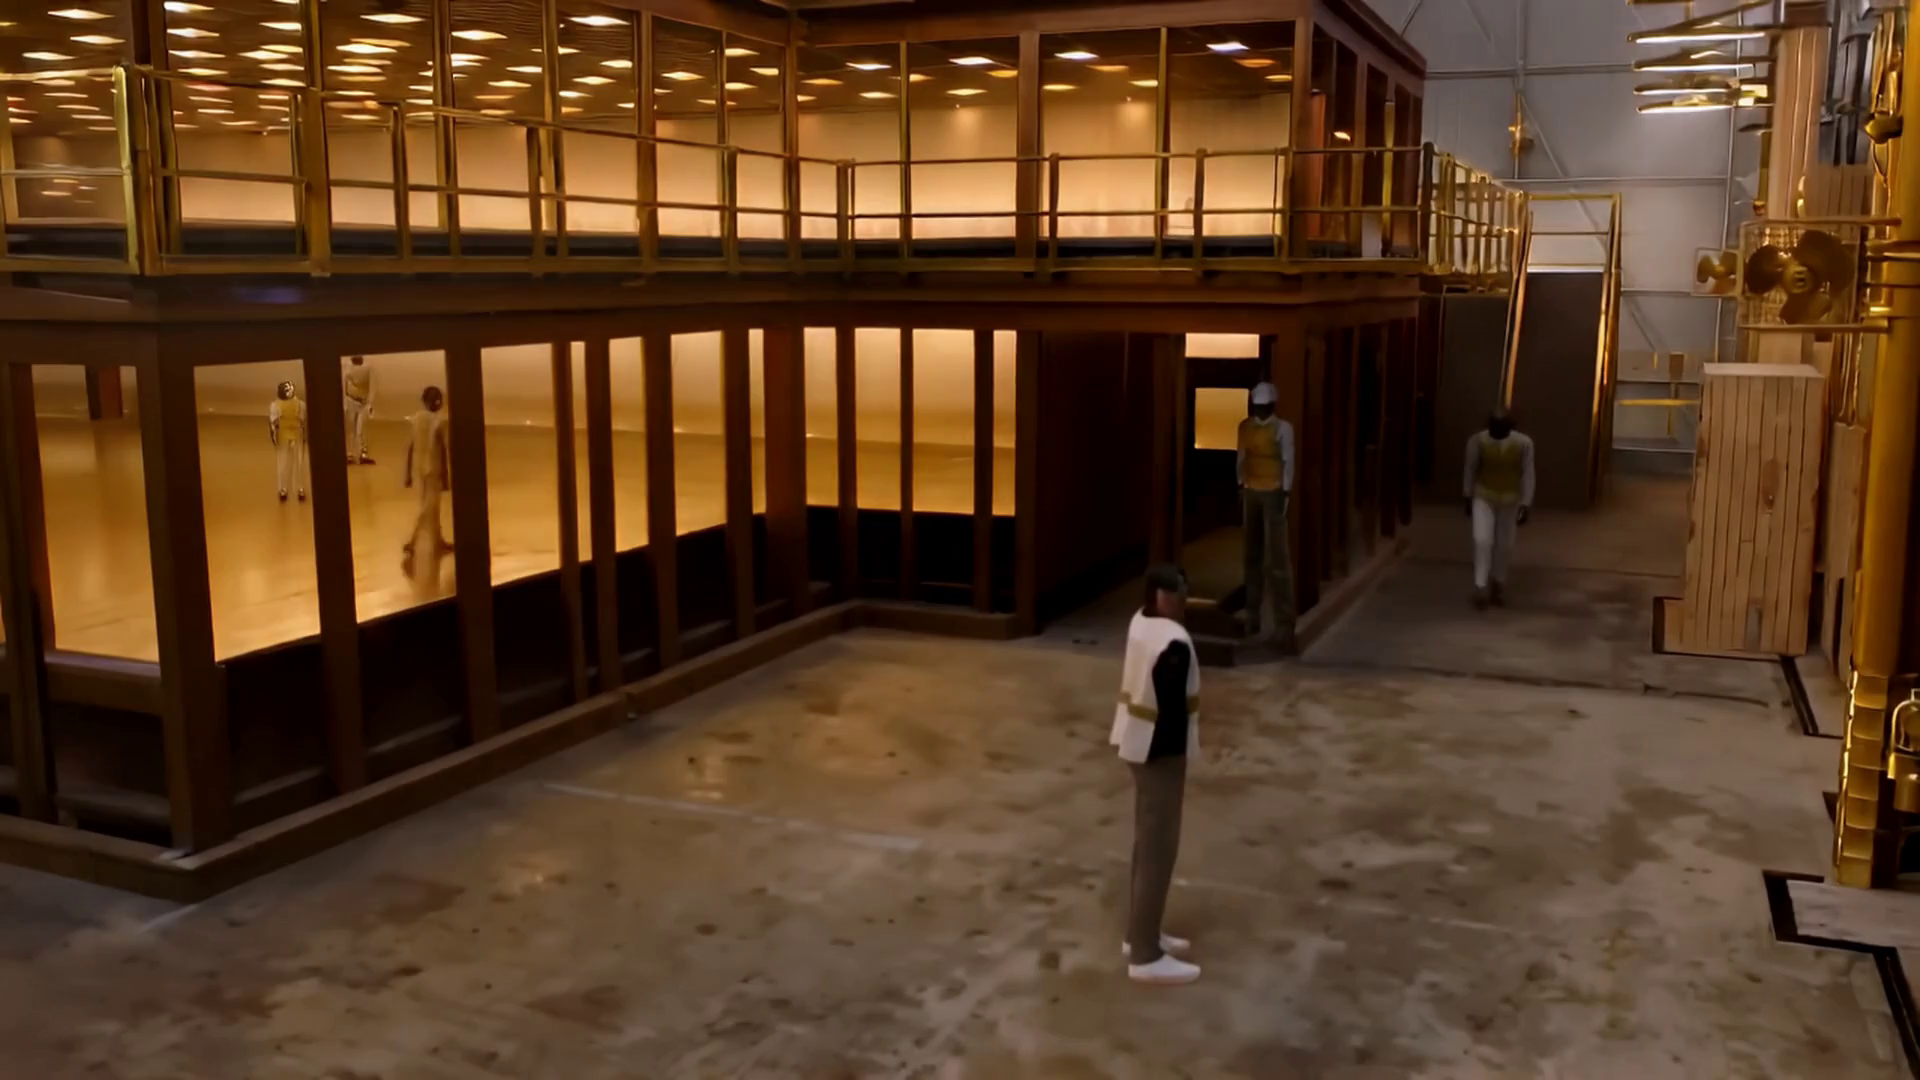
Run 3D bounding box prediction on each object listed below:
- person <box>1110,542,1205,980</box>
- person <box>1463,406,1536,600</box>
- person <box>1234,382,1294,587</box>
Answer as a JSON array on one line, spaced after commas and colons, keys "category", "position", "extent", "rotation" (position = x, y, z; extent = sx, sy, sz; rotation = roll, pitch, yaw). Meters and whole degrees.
[{"category": "person", "position": [0.860, 0.950, 7.219], "extent": [0.392, 1.910, 0.584], "rotation": [-1, 9, -7]}, {"category": "person", "position": [5.014, -0.340, 15.477], "extent": [0.636, 1.797, 0.907], "rotation": [3, 10, 15]}, {"category": "person", "position": [2.935, -0.540, 16.159], "extent": [0.612, 1.986, 0.407], "rotation": [8, 12, 40]}]
